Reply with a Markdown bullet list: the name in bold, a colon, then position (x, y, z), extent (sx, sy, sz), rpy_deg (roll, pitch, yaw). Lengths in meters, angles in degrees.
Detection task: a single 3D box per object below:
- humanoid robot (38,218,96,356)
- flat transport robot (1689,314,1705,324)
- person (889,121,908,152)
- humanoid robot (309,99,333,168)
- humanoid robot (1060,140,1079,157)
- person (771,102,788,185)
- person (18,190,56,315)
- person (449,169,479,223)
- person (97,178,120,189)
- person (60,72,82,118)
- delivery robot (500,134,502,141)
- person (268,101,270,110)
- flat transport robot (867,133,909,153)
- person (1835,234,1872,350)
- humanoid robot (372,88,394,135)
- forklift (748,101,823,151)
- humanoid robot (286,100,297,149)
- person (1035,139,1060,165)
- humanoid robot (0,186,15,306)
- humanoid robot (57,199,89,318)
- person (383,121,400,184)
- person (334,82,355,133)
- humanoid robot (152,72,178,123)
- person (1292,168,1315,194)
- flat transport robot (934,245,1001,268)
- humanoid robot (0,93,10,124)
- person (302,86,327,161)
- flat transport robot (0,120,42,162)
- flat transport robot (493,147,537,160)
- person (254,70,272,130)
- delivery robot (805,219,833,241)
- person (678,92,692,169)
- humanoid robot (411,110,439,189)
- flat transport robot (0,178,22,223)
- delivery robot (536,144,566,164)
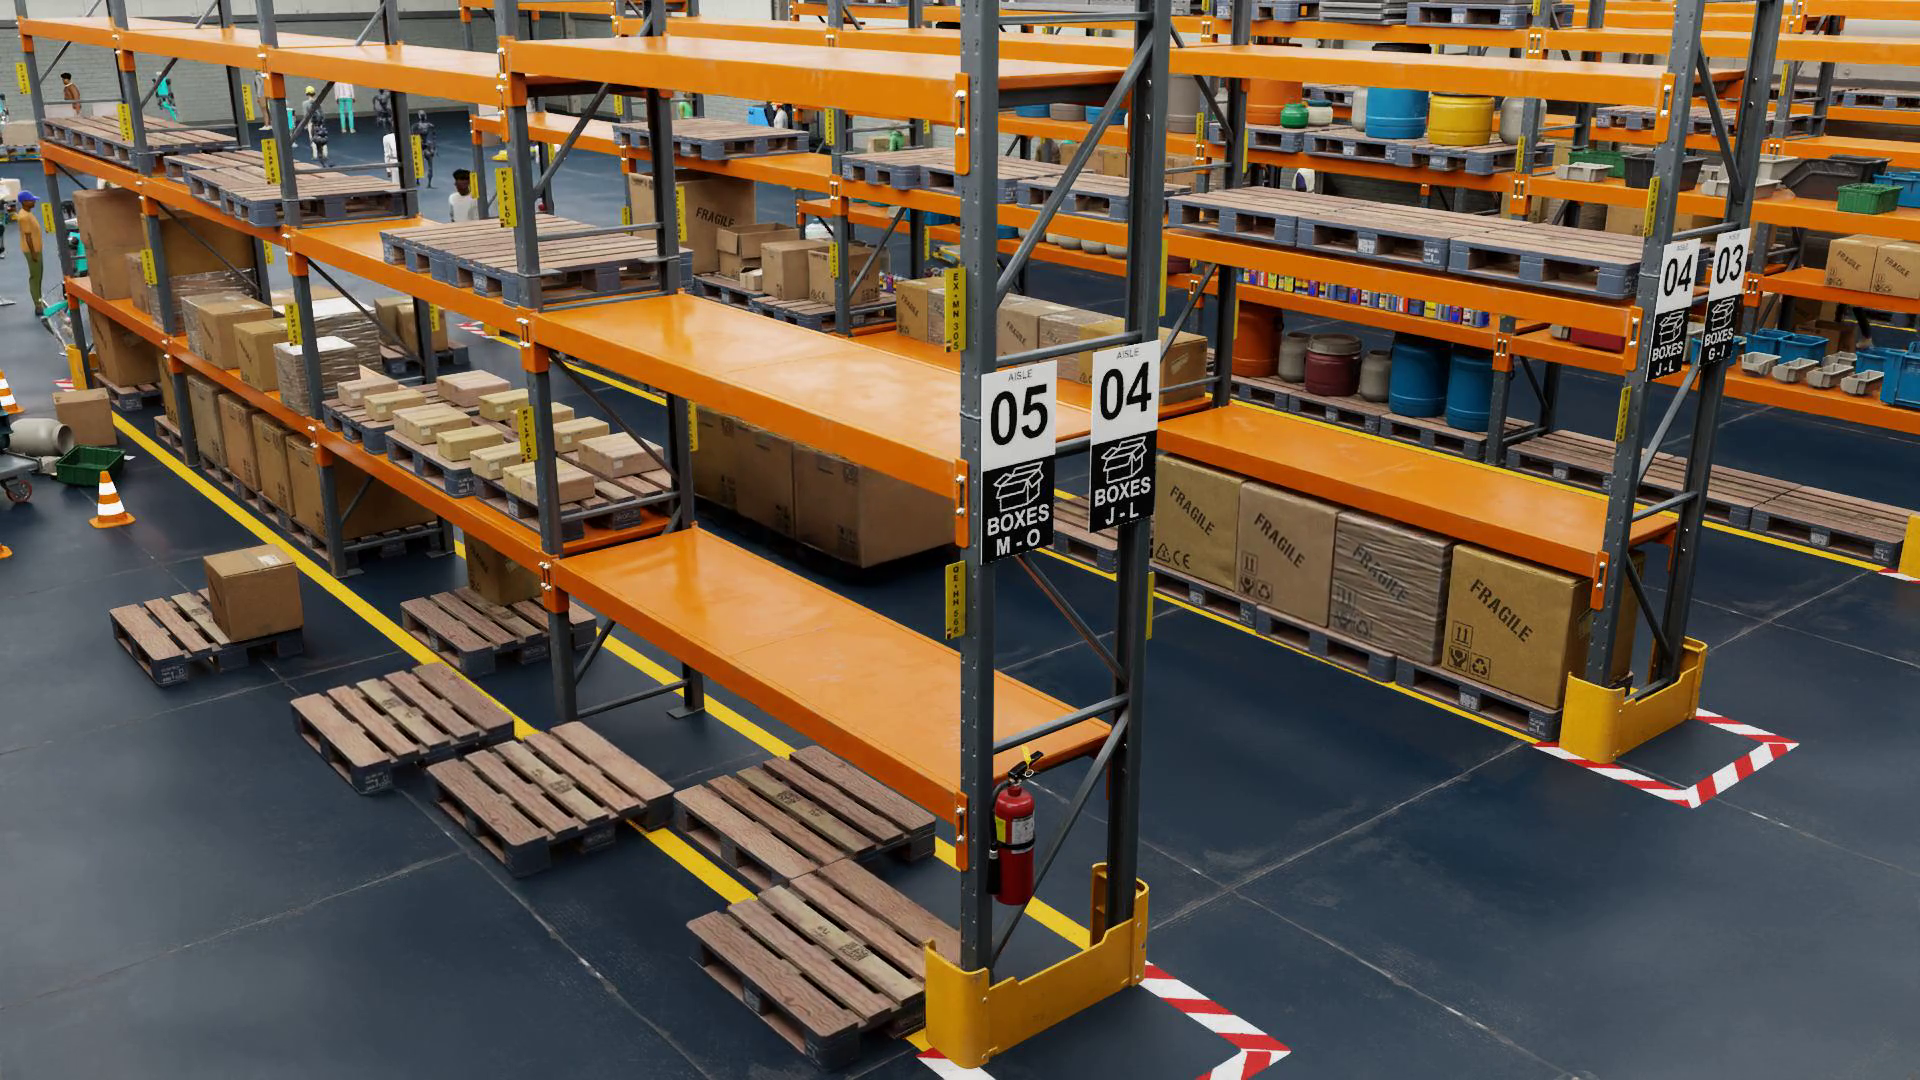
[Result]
- **humanoid robot**: position (-10.973, -3.029, 20.342), extent (0.808, 1.779, 0.549), rpy_deg (-3, 20, -8)
- **flat transport robot**: position (9.725, -3.082, 22.709), extent (0.659, 0.231, 1.431), rpy_deg (-14, 24, -35)
- **person**: position (-1.198, -7.502, 33.150), extent (0.831, 1.677, 0.465), rpy_deg (7, 21, 19)
- **humanoid robot**: position (-14.737, -9.277, 38.226), extent (0.344, 1.646, 0.611), rpy_deg (3, 20, 9)
- **humanoid robot**: position (1.976, -7.637, 33.488), extent (0.913, 1.789, 0.540), rpy_deg (-13, 23, -33)
- **person**: position (-3.909, -8.696, 36.252), extent (0.377, 1.890, 0.570), rpy_deg (1, 19, 3)
- **person**: position (-12.843, -3.999, 23.130), extent (0.356, 1.717, 0.462), rpy_deg (-8, 21, -21)
- **person**: position (-6.962, -4.299, 23.632), extent (0.622, 1.950, 0.586), rpy_deg (8, 21, 22)
- **person**: position (-15.619, -6.683, 30.544), extent (0.551, 1.869, 0.484), rpy_deg (4, 20, 11)
- **person**: position (-23.574, -11.484, 44.234), extent (0.790, 1.850, 0.404), rpy_deg (17, 25, 39)
- **delivery robot**: position (-12.403, -11.197, 45.346), extent (0.499, 0.577, 0.769), rpy_deg (-12, 23, -31)
- **person**: position (-18.504, -11.628, 44.889), extent (0.319, 1.691, 0.536), rpy_deg (-8, 21, -22)
- **flat transport robot**: position (-1.572, -8.341, 37.676), extent (0.659, 0.231, 1.431), rpy_deg (-8, 21, -22)
- **person**: position (11.326, -3.265, 21.106), extent (0.757, 1.660, 0.538), rpy_deg (10, 22, 26)
- **humanoid robot**: position (-14.894, -10.986, 43.161), extent (0.624, 1.647, 0.551), rpy_deg (-8, 21, -23)
- **forklift**: position (-4.526, -11.368, 42.374), extent (1.129, 2.768, 1.873), rpy_deg (-15, 24, -37)
- **humanoid robot**: position (-15.190, -8.867, 37.042), extent (0.865, 1.820, 0.552), rpy_deg (9, 21, 23)
- **person**: position (1.634, -6.817, 31.079), extent (0.544, 1.764, 0.400), rpy_deg (-5, 20, -14)
- **humanoid robot**: position (-13.866, -4.094, 23.447), extent (0.946, 1.805, 0.547), rpy_deg (-18, 26, -41)
- **humanoid robot**: position (-12.076, -3.802, 22.705), extent (0.587, 1.668, 0.640), rpy_deg (17, 26, 40)
- **person**: position (-10.588, -7.037, 31.552), extent (0.572, 1.878, 0.340), rpy_deg (-5, 20, -14)
- **person**: position (-17.401, -12.480, 46.990), extent (0.509, 1.899, 0.397), rpy_deg (-3, 20, -8)
- **humanoid robot**: position (-22.159, -12.252, 46.654), extent (0.552, 1.748, 1.069), rpy_deg (3, 20, 9)
- **person**: position (5.549, -5.420, 26.977), extent (0.387, 1.849, 0.566), rpy_deg (9, 21, 24)
- **flat transport robot**: position (0.121, -4.597, 27.018), extent (0.659, 0.231, 1.431), rpy_deg (-7, 21, -20)
- **humanoid robot**: position (-23.680, -10.281, 40.992), extent (0.545, 1.804, 0.697), rpy_deg (-7, 21, -20)
- **person**: position (-15.773, -10.176, 40.637), extent (0.524, 1.769, 0.313), rpy_deg (-18, 26, -41)
- **flat transport robot**: position (-22.781, -9.411, 40.721), extent (1.431, 0.231, 0.659), rpy_deg (-6, 20, -15)
- **flat transport robot**: position (-10.780, -9.534, 41.069), extent (0.659, 0.231, 1.431), rpy_deg (11, 22, 28)
- **person**: position (-20.023, -12.749, 47.797), extent (0.403, 1.877, 0.497), rpy_deg (4, 20, 10)
- **delivery robot**: position (-2.434, -5.093, 28.018), extent (0.808, 0.607, 0.499), rpy_deg (-16, 25, -38)
- **person**: position (-6.247, -9.410, 38.144), extent (0.395, 1.977, 0.484), rpy_deg (9, 21, 25)
- **humanoid robot**: position (-11.503, -8.364, 35.625), extent (0.612, 1.647, 0.455), rpy_deg (-12, 22, -30)
- **flat transport robot**: position (-18.329, -6.015, 31.055), extent (0.659, 0.231, 1.431), rpy_deg (7, 20, 18)
- **delivery robot**: position (-9.950, -9.411, 40.303), extent (0.499, 0.605, 0.799), rpy_deg (7, 21, 19)
